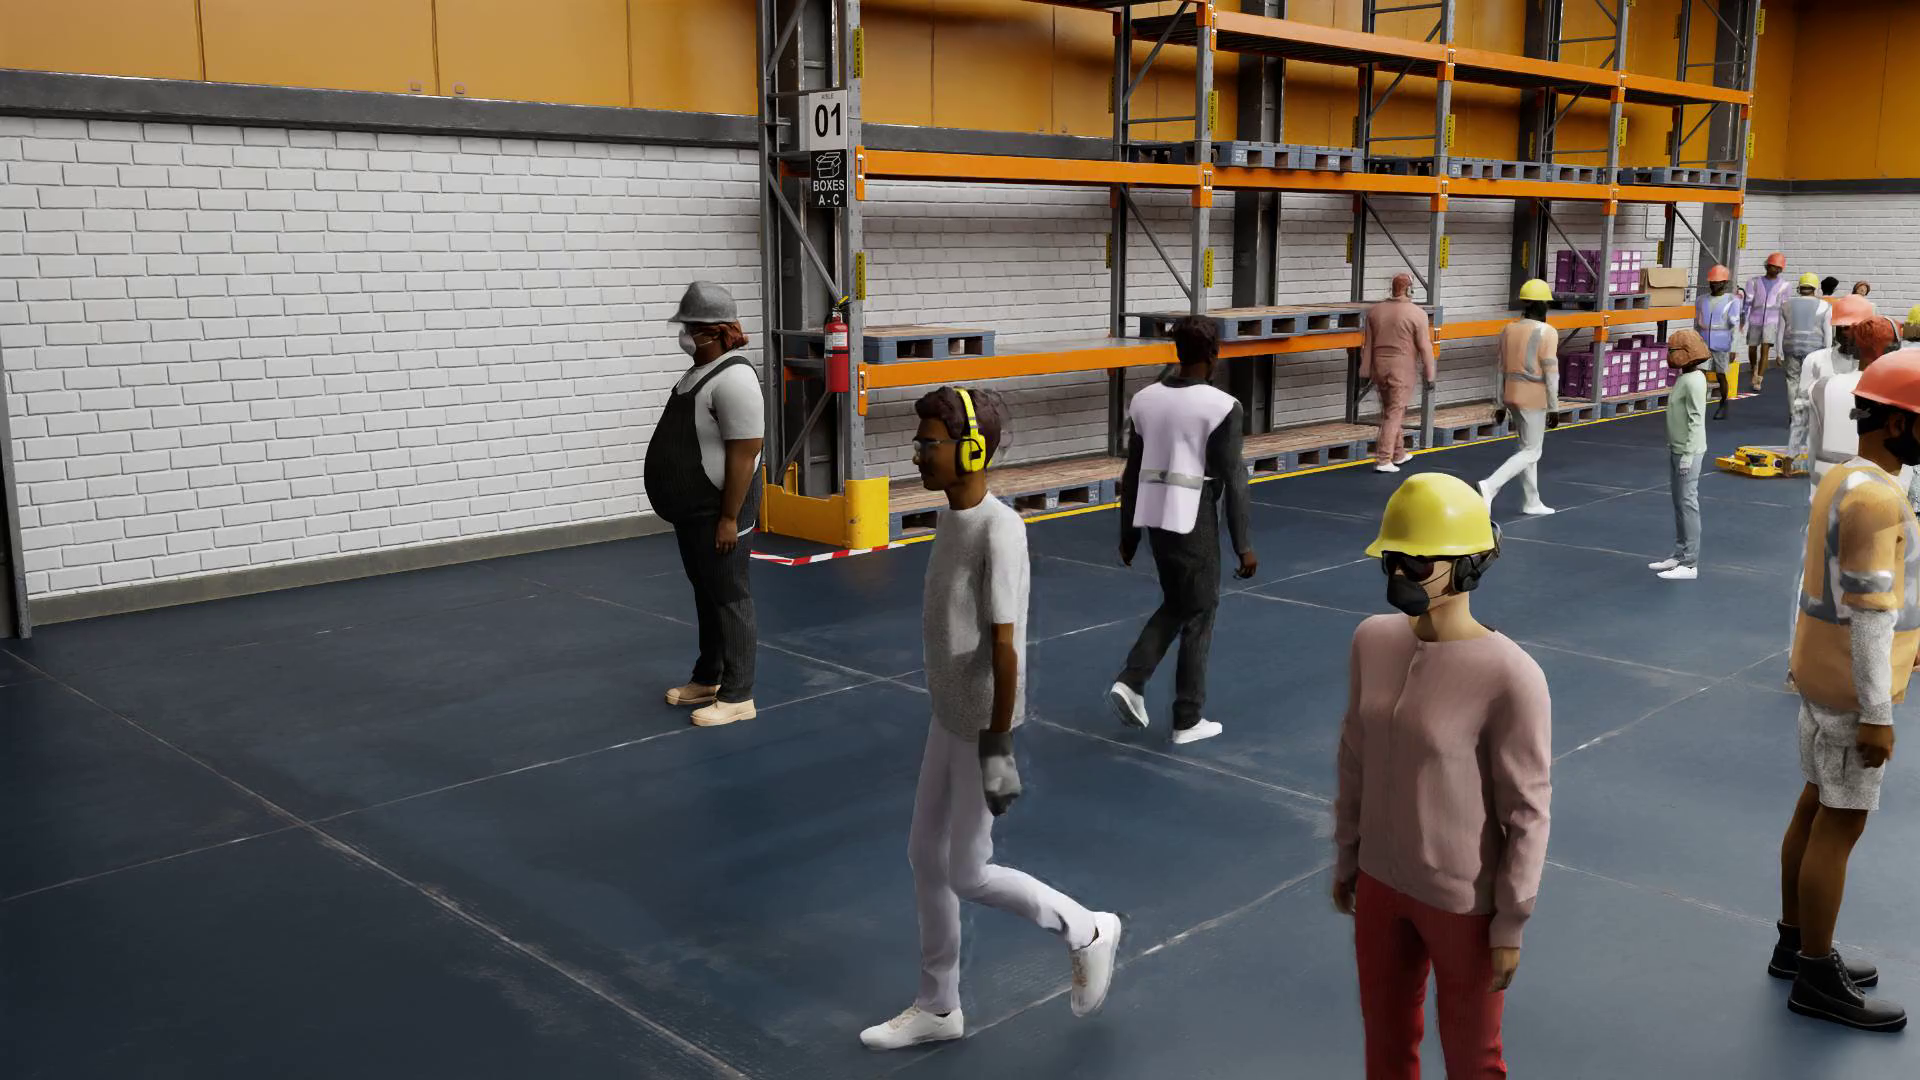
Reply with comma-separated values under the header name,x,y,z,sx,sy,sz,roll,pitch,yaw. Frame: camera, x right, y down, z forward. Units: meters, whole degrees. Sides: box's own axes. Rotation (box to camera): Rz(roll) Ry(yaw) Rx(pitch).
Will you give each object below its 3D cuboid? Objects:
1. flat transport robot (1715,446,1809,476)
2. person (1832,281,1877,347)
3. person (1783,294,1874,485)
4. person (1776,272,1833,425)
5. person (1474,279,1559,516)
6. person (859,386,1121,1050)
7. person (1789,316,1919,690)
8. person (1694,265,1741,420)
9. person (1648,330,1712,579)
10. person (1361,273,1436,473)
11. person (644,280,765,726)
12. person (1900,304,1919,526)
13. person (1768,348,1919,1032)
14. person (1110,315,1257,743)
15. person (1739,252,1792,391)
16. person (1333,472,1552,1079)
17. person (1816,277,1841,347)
name,x,y,z,sx,sy,sz,roll,pitch,yaw
flat transport robot,7.988,-0.757,15.701,1.431,0.197,0.652,-1,10,-5
person,12.387,-2.785,23.064,0.540,1.616,0.484,8,13,37
person,5.491,-0.583,10.348,0.996,1.899,0.556,-10,14,-43
person,9.892,-2.233,19.529,0.605,1.814,0.582,7,13,34
person,4.445,-1.109,13.171,0.791,1.907,0.595,-4,11,-19
person,0.084,0.501,4.538,0.672,1.849,0.531,-4,11,-21
person,4.509,-0.180,8.264,0.917,1.848,0.580,-7,12,-33
person,9.106,-2.358,20.029,0.563,1.892,0.999,10,14,43
person,4.738,-0.560,10.912,0.284,1.631,0.502,3,11,15
person,4.242,-1.588,15.837,0.892,1.869,0.682,-9,13,-39
person,-1.183,-0.174,7.692,0.538,2.000,0.684,-5,11,-25
person,7.224,-0.939,12.732,0.508,1.709,0.798,-2,11,-9
person,2.595,0.418,4.774,0.381,1.928,0.542,3,11,18
person,0.978,-0.036,7.330,0.465,1.899,0.618,-8,13,-37
person,11.731,-3.191,24.245,0.630,2.008,0.909,6,12,28
person,0.974,0.734,3.492,0.331,1.768,0.527,-6,12,-30
person,12.232,-2.888,23.550,0.556,1.660,0.618,5,12,27
